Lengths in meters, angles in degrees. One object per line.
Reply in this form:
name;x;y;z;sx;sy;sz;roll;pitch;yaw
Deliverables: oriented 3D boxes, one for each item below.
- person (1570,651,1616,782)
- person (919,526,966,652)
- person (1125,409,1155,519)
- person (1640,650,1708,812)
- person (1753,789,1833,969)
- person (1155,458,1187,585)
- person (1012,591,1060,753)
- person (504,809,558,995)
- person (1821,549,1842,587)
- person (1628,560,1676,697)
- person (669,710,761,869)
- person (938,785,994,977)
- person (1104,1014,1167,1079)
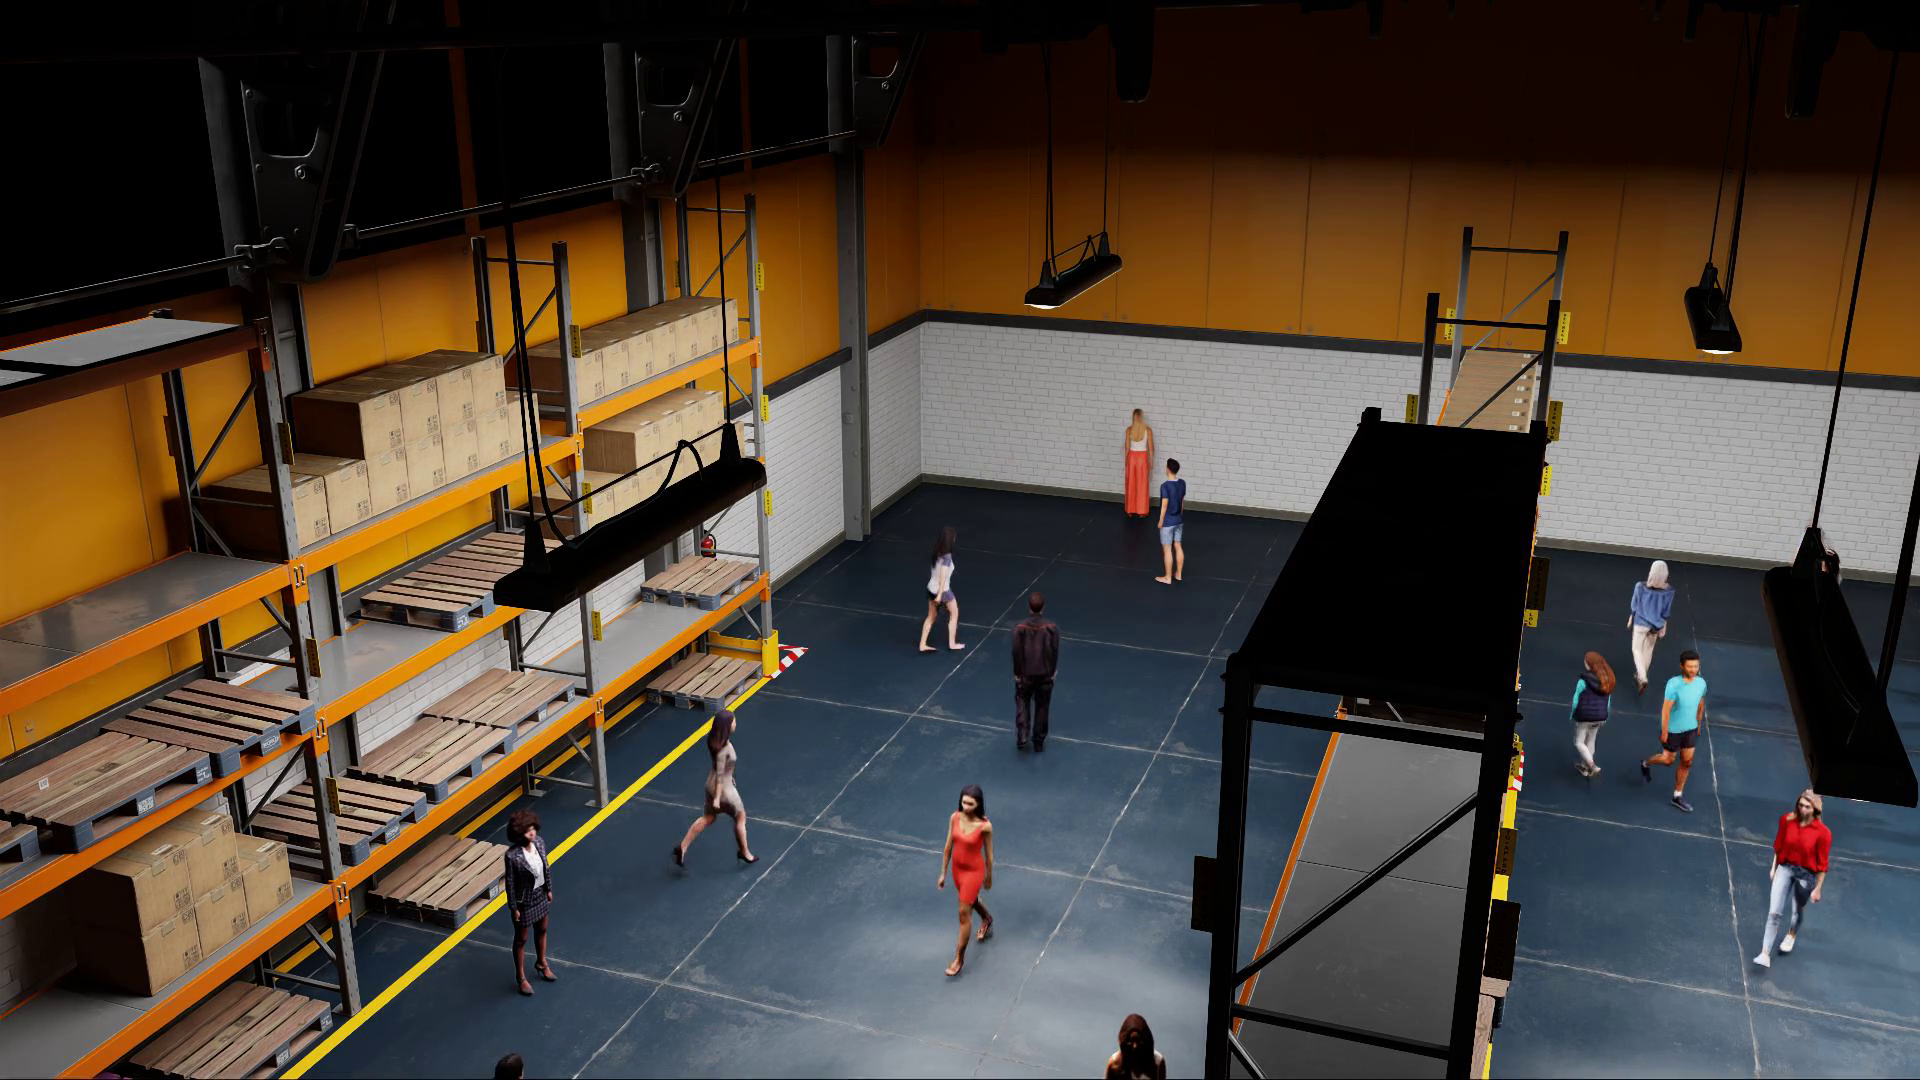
person;6.881;1.943;18.106;0.800;1.488;0.894;-3;19;-8
person;-0.323;0.679;21.591;0.965;1.660;0.899;-7;20;-21
person;2.896;-1.258;27.122;0.626;1.801;0.578;7;20;21
person;7.559;1.968;17.622;0.937;1.751;1.069;-5;19;-14
person;7.461;2.972;14.776;0.901;1.665;1.169;16;24;39
person;3.081;-0.280;24.145;0.674;1.848;0.768;-13;23;-34
person;0.852;1.523;18.715;0.779;1.897;0.810;1;19;3
person;-3.720;3.102;14.341;0.726;1.697;0.573;13;22;33
person;10.598;0.946;20.616;0.647;1.777;1.108;7;20;21
person;8.436;1.088;20.352;0.765;1.677;1.080;3;19;8
person;-2.422;2.473;16.191;1.154;1.708;1.065;-10;21;-27
person;0.111;2.945;14.832;0.781;1.679;1.186;12;22;32
person;1.206;4.013;11.506;0.710;1.779;0.692;0;19;0
